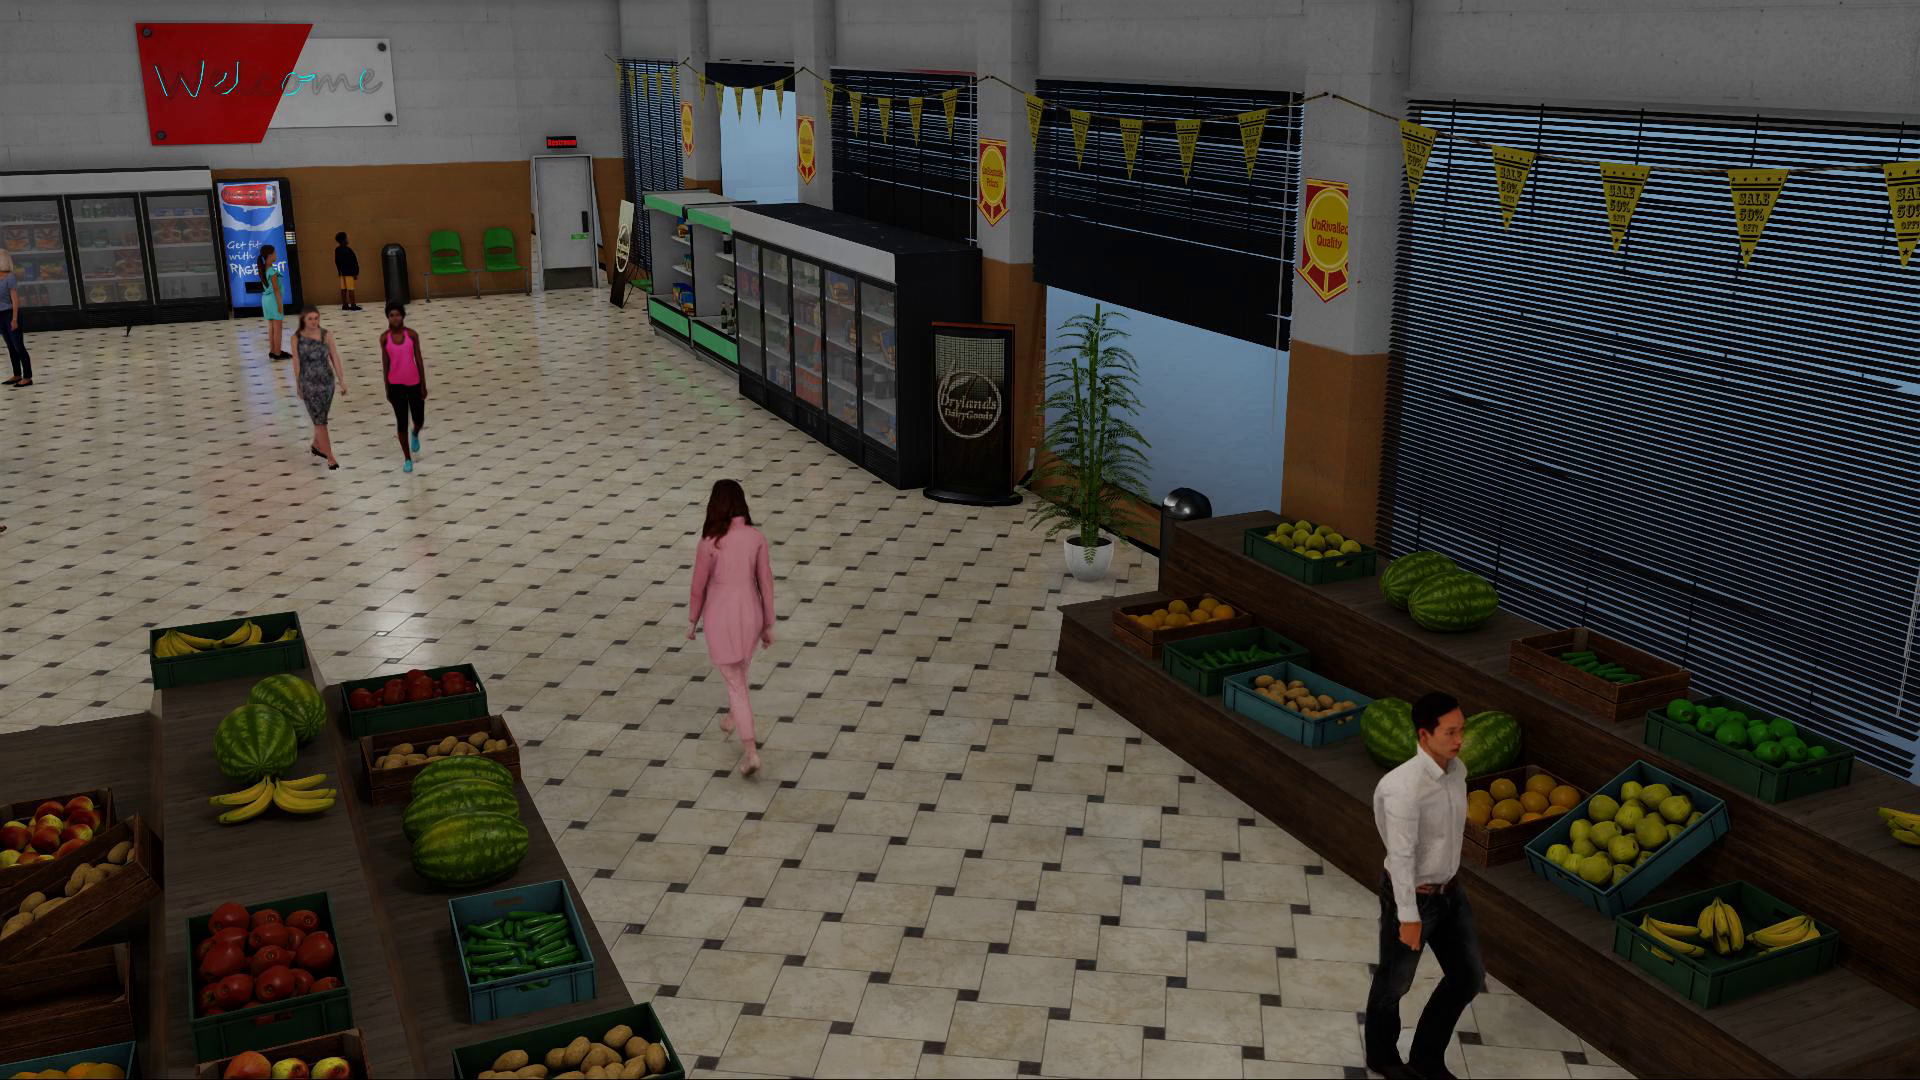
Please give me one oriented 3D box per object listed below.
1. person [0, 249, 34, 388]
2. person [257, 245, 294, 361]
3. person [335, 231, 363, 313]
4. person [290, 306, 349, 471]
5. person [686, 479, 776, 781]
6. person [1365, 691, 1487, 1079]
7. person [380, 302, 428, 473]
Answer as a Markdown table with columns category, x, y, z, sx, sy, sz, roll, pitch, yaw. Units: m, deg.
| category | x | y | z | sx | sy | sz | roll | pitch | yaw |
| --- | --- | --- | --- | --- | --- | --- | --- | --- | --- |
| person | -11.954 | -2.801 | 20.928 | 0.602 | 1.722 | 0.714 | 12 | 21 | 34 |
| person | -9.373 | -3.247 | 22.679 | 0.575 | 1.558 | 0.678 | 15 | 22 | 40 |
| person | -9.848 | -4.314 | 26.683 | 0.609 | 1.274 | 0.672 | 7 | 18 | 21 |
| person | -6.559 | -1.544 | 16.925 | 0.742 | 1.643 | 1.207 | -12 | 21 | -35 |
| person | -1.298 | 0.565 | 9.770 | 0.669 | 1.764 | 1.040 | -9 | 19 | -28 |
| person | 1.809 | 1.439 | 6.841 | 0.764 | 1.794 | 0.800 | -14 | 22 | -38 |
| person | -5.637 | -1.576 | 16.925 | 0.609 | 1.704 | 0.973 | -6 | 18 | -18 |
